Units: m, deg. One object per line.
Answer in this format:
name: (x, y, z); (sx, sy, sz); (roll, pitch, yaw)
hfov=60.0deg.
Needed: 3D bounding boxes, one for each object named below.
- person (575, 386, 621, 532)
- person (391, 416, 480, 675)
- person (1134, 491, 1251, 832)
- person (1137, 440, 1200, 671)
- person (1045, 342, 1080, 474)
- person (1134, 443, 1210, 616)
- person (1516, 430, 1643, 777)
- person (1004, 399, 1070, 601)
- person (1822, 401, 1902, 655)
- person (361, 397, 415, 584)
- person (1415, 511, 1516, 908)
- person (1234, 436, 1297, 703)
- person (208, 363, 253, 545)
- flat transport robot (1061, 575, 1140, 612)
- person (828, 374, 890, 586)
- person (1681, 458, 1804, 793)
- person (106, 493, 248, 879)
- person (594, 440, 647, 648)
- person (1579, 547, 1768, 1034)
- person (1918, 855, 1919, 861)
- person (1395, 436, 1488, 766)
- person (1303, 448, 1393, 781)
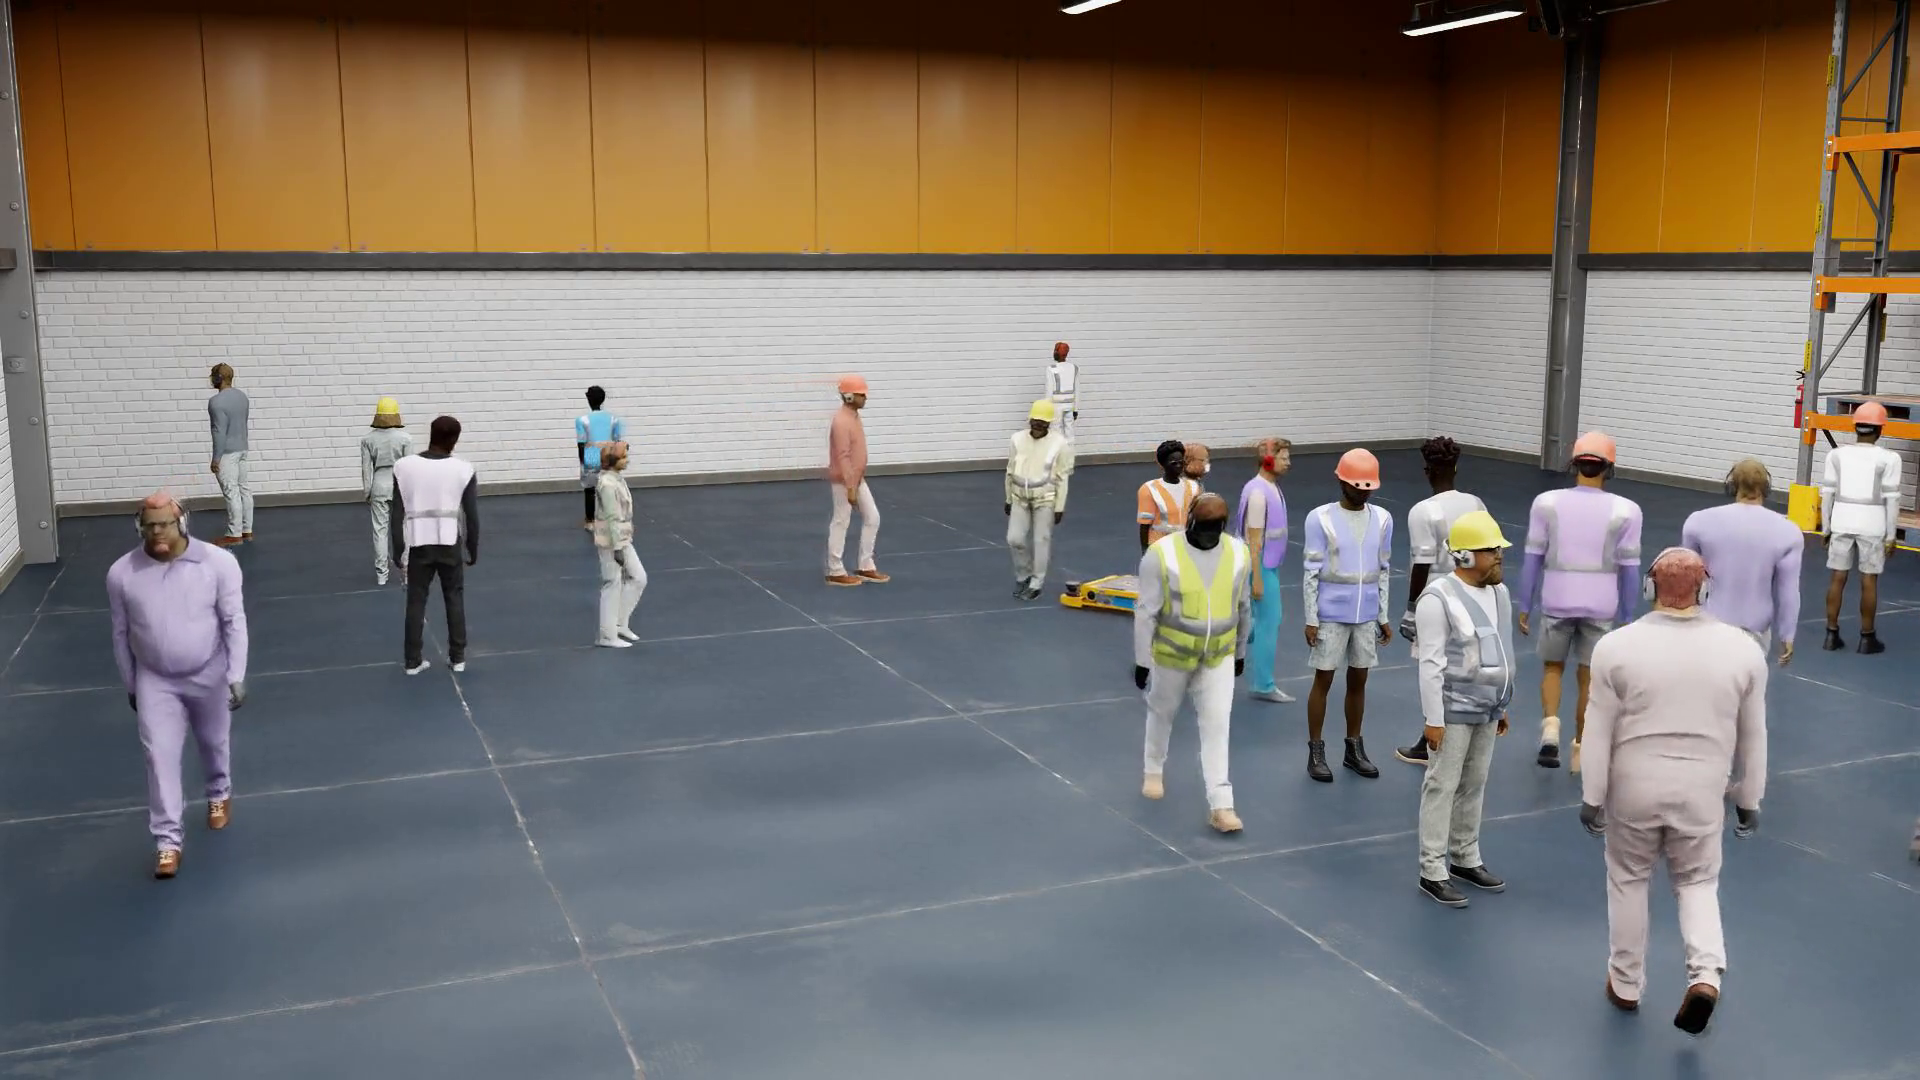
person: (-3.947, -0.867, 18.260); (0.533, 1.662, 0.869); (-5, 11, -30)
person: (-3.788, 0.051, 12.043); (0.617, 1.890, 0.423); (-2, 10, -10)
person: (1.247, 0.611, 8.953); (0.678, 1.782, 0.999); (-2, 10, -10)
person: (1.539, 0.107, 12.235); (0.532, 1.696, 0.319); (-5, 10, -27)
person: (1.434, -1.855, 23.552); (0.584, 1.884, 0.348); (-6, 11, -32)
person: (1.717, 0.044, 12.874); (0.634, 1.618, 0.513); (4, 10, 22)
person: (3.570, 0.377, 9.624); (0.667, 2.017, 0.580); (4, 10, 24)
person: (0.661, -0.346, 14.634); (0.617, 1.809, 0.422); (4, 10, 25)
person: (6.901, -0.095, 12.738); (0.377, 1.933, 0.550); (-9, 13, -43)
person: (-5.300, -0.455, 15.497); (0.492, 1.742, 0.319); (-1, 9, -6)
person: (2.372, 0.774, 7.767); (0.587, 1.837, 0.404); (-7, 12, -38)
person: (1.996, 0.195, 11.320); (0.604, 1.827, 0.567); (3, 10, 20)
person: (-7.770, -0.912, 17.677); (0.372, 1.940, 0.630); (1, 9, 3)
flat transport robot: (1.640, 0.489, 14.231); (1.431, 0.197, 0.652); (7, 12, 36)
person: (-0.915, -0.536, 15.278); (0.705, 1.972, 0.659); (2, 10, 12)
person: (4.426, 0.470, 9.496); (0.621, 1.891, 1.028); (3, 10, 18)
person: (-3.925, 0.666, 8.408); (0.634, 1.860, 1.029); (-3, 10, -20)
person: (-2.626, 0.038, 12.856); (0.423, 1.622, 0.545); (0, 9, -3)
person: (2.747, 0.978, 6.399); (0.683, 1.884, 0.649); (2, 10, 10)
person: (5.209, 0.731, 7.970); (1.030, 1.851, 0.661); (4, 10, 23)
person: (2.851, 0.364, 9.870); (0.607, 1.963, 0.373); (-6, 11, -34)
person: (2.243, 0.428, 9.586); (0.542, 1.929, 0.368); (-2, 10, -14)
